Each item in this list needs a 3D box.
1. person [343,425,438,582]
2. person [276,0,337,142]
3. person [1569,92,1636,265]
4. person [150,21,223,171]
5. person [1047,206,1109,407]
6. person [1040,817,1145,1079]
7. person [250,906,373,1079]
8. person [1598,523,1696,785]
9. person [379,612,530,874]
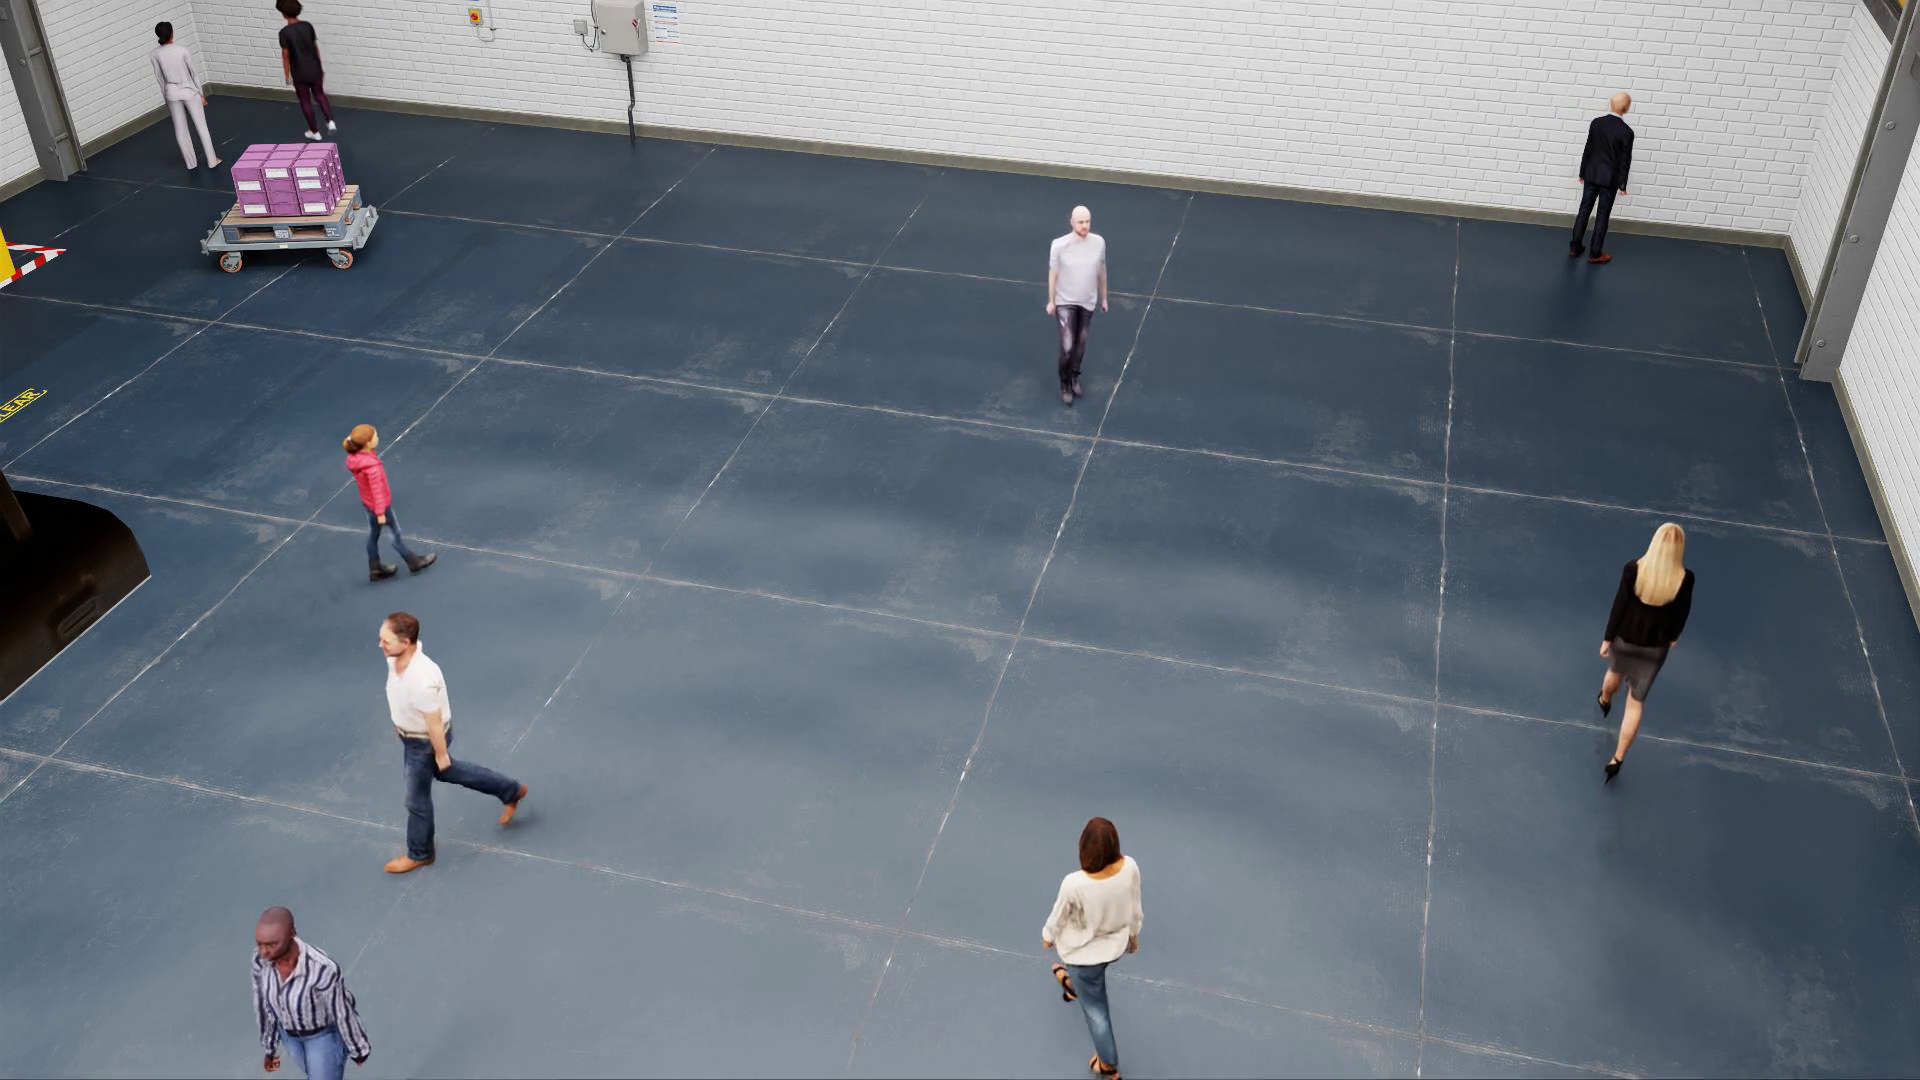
[{"bbox_3d":[-4.451,-0.252,12.517,0.838,1.302,0.754,-22,40,-30],"label":"person"},{"bbox_3d":[-7.984,-5.754,20.372,0.850,1.770,0.779,26,42,34],"label":"person"},{"bbox_3d":[6.723,-3.794,17.399,0.789,1.797,0.773,-24,40,-32],"label":"person"},{"bbox_3d":[-9.183,-5.249,19.643,0.706,1.736,0.685,-5,34,-7],"label":"person"},{"bbox_3d":[1.015,-2.167,14.931,0.834,1.820,0.877,-10,35,-15],"label":"person"},{"bbox_3d":[0.739,2.161,8.574,1.028,1.648,1.124,-15,36,-21],"label":"person"},{"bbox_3d":[-3.099,2.372,8.135,0.660,1.783,0.635,11,35,16],"label":"person"},{"bbox_3d":[4.305,0.764,10.544,0.654,1.795,1.118,10,35,14],"label":"person"},{"bbox_3d":[-3.095,1.150,9.935,1.245,1.826,1.179,-18,38,-25],"label":"person"}]
